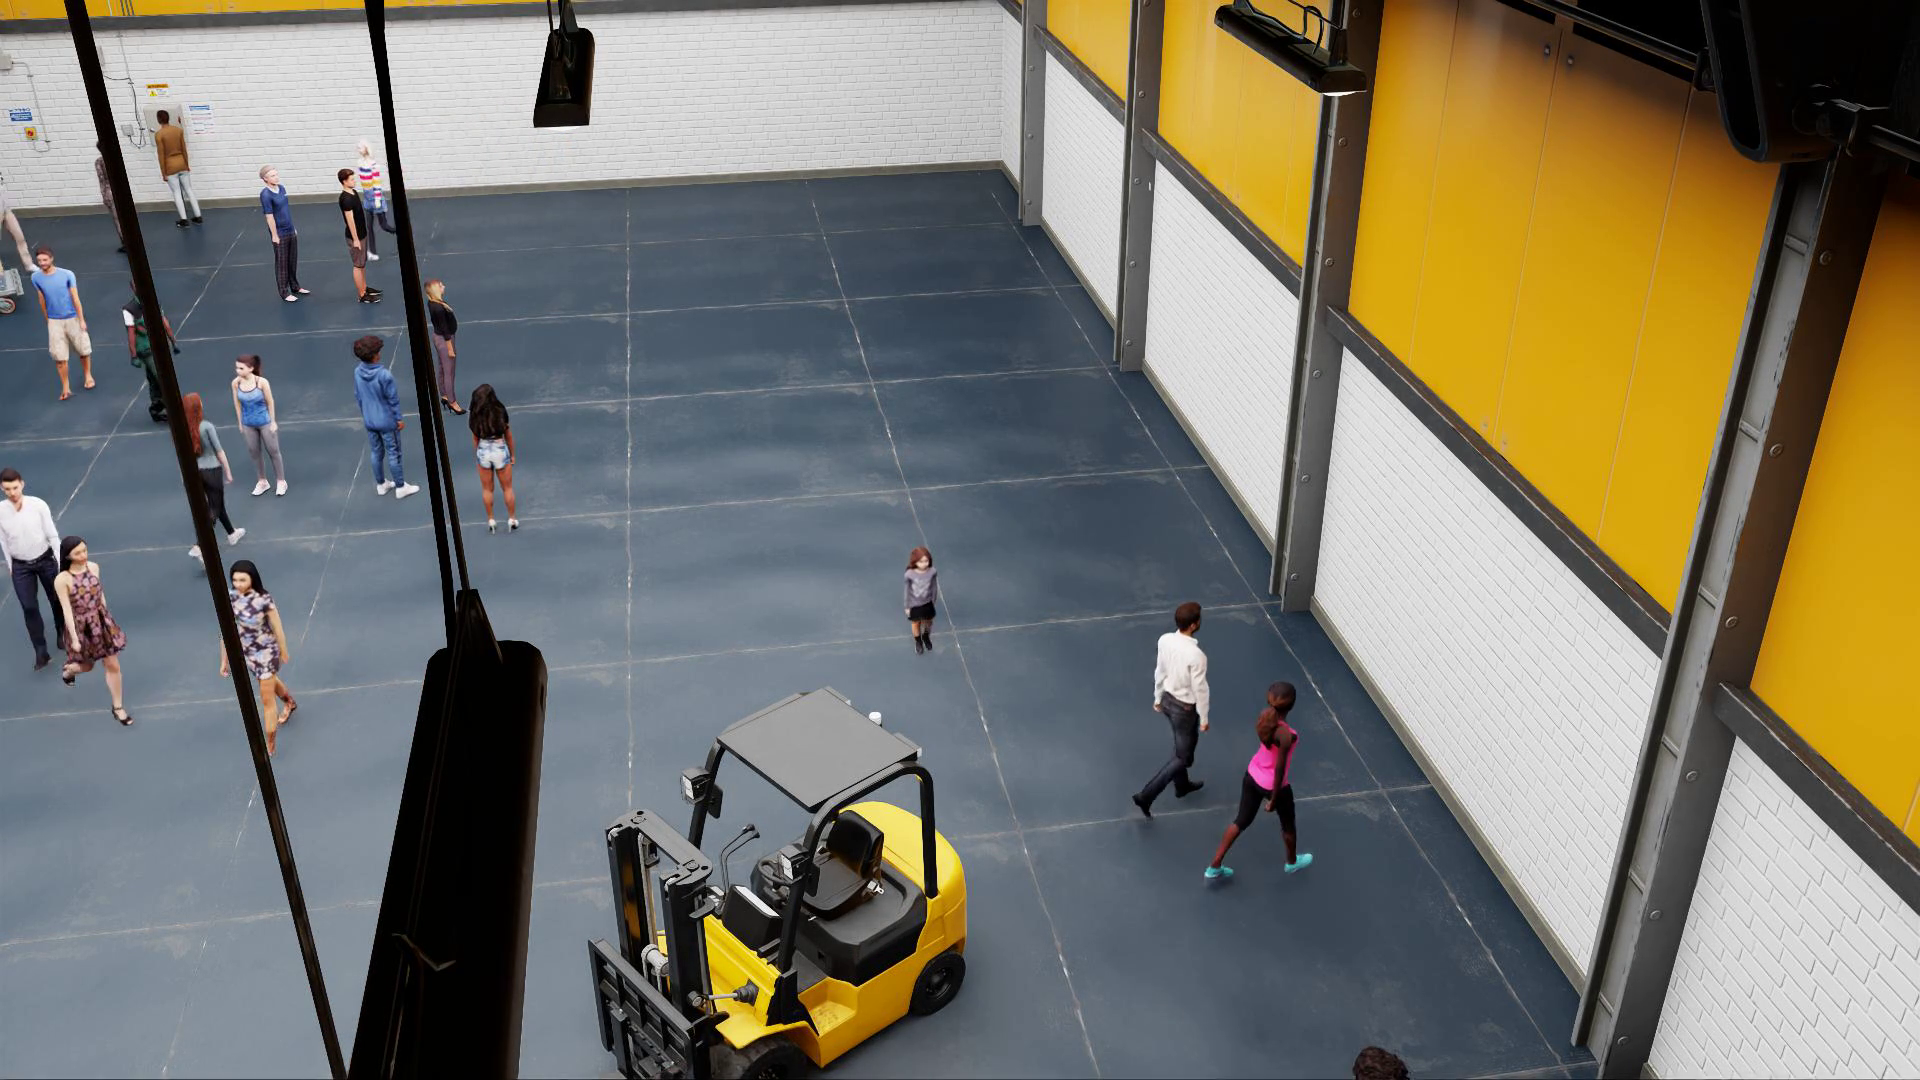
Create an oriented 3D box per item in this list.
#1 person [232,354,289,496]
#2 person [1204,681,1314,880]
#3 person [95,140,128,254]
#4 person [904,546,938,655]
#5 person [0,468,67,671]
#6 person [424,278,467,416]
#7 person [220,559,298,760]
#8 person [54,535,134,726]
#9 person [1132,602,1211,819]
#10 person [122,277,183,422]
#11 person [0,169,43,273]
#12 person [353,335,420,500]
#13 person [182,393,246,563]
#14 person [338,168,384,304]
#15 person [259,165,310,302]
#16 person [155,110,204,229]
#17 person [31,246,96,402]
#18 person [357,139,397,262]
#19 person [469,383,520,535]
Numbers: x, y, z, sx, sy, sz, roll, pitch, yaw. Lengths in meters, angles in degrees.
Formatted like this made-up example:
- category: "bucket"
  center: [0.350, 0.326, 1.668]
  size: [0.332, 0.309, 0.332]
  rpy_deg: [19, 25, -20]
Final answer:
- category: "person"
  center: [-7.495, -1.243, 17.773]
  size: [0.602, 1.609, 0.592]
  rpy_deg: [1, 29, 1]
- category: "person"
  center: [2.154, 1.801, 12.112]
  size: [0.862, 1.686, 1.087]
  rpy_deg: [-14, 32, -24]
- category: "person"
  center: [-12.598, -5.152, 24.830]
  size: [0.731, 1.715, 0.673]
  rpy_deg: [19, 34, 31]
- category: "person"
  center: [-0.372, 0.510, 15.093]
  size: [0.470, 1.100, 0.468]
  rpy_deg: [-6, 29, -11]
- category: "person"
  center: [-8.300, 0.163, 14.946]
  size: [0.773, 1.849, 1.078]
  rpy_deg: [-10, 30, -17]
- category: "person"
  center: [-6.101, -2.295, 19.637]
  size: [0.729, 1.671, 0.590]
  rpy_deg: [-17, 33, -28]
- category: "person"
  center: [-5.767, 0.906, 13.757]
  size: [0.819, 1.684, 1.195]
  rpy_deg: [2, 29, 4]
- category: "person"
  center: [-7.359, 0.756, 13.960]
  size: [1.034, 1.753, 1.042]
  rpy_deg: [15, 32, 25]
- category: "person"
  center: [1.643, 1.344, 12.788]
  size: [1.002, 1.842, 1.092]
  rpy_deg: [-19, 34, -30]
- category: "person"
  center: [-9.453, -2.196, 19.303]
  size: [0.986, 1.818, 0.986]
  rpy_deg: [7, 29, 12]
- category: "person"
  center: [-13.904, -4.720, 23.911]
  size: [1.122, 1.835, 1.232]
  rpy_deg: [9, 30, 16]
- category: "person"
  center: [-6.163, -1.315, 17.699]
  size: [0.756, 1.809, 0.758]
  rpy_deg: [11, 31, 19]
- category: "person"
  center: [-7.489, -0.585, 16.456]
  size: [0.884, 1.717, 1.179]
  rpy_deg: [4, 29, 8]
- category: "person"
  center: [-8.345, -4.228, 22.983]
  size: [0.738, 1.861, 0.486]
  rpy_deg: [-5, 29, -9]
- category: "person"
  center: [-9.406, -4.270, 23.049]
  size: [0.792, 1.872, 0.624]
  rpy_deg: [6, 29, 11]
- category: "person"
  center: [-12.210, -5.793, 25.905]
  size: [0.758, 1.811, 0.704]
  rpy_deg: [20, 34, 32]
- category: "person"
  center: [-10.863, -2.707, 20.218]
  size: [0.734, 1.839, 1.030]
  rpy_deg: [-9, 30, -17]
- category: "person"
  center: [-8.560, -5.021, 24.515]
  size: [1.076, 1.787, 1.136]
  rpy_deg: [19, 34, 31]
- category: "person"
  center: [-4.763, -0.825, 16.995]
  size: [0.555, 1.621, 0.567]
  rpy_deg: [-4, 29, -6]
